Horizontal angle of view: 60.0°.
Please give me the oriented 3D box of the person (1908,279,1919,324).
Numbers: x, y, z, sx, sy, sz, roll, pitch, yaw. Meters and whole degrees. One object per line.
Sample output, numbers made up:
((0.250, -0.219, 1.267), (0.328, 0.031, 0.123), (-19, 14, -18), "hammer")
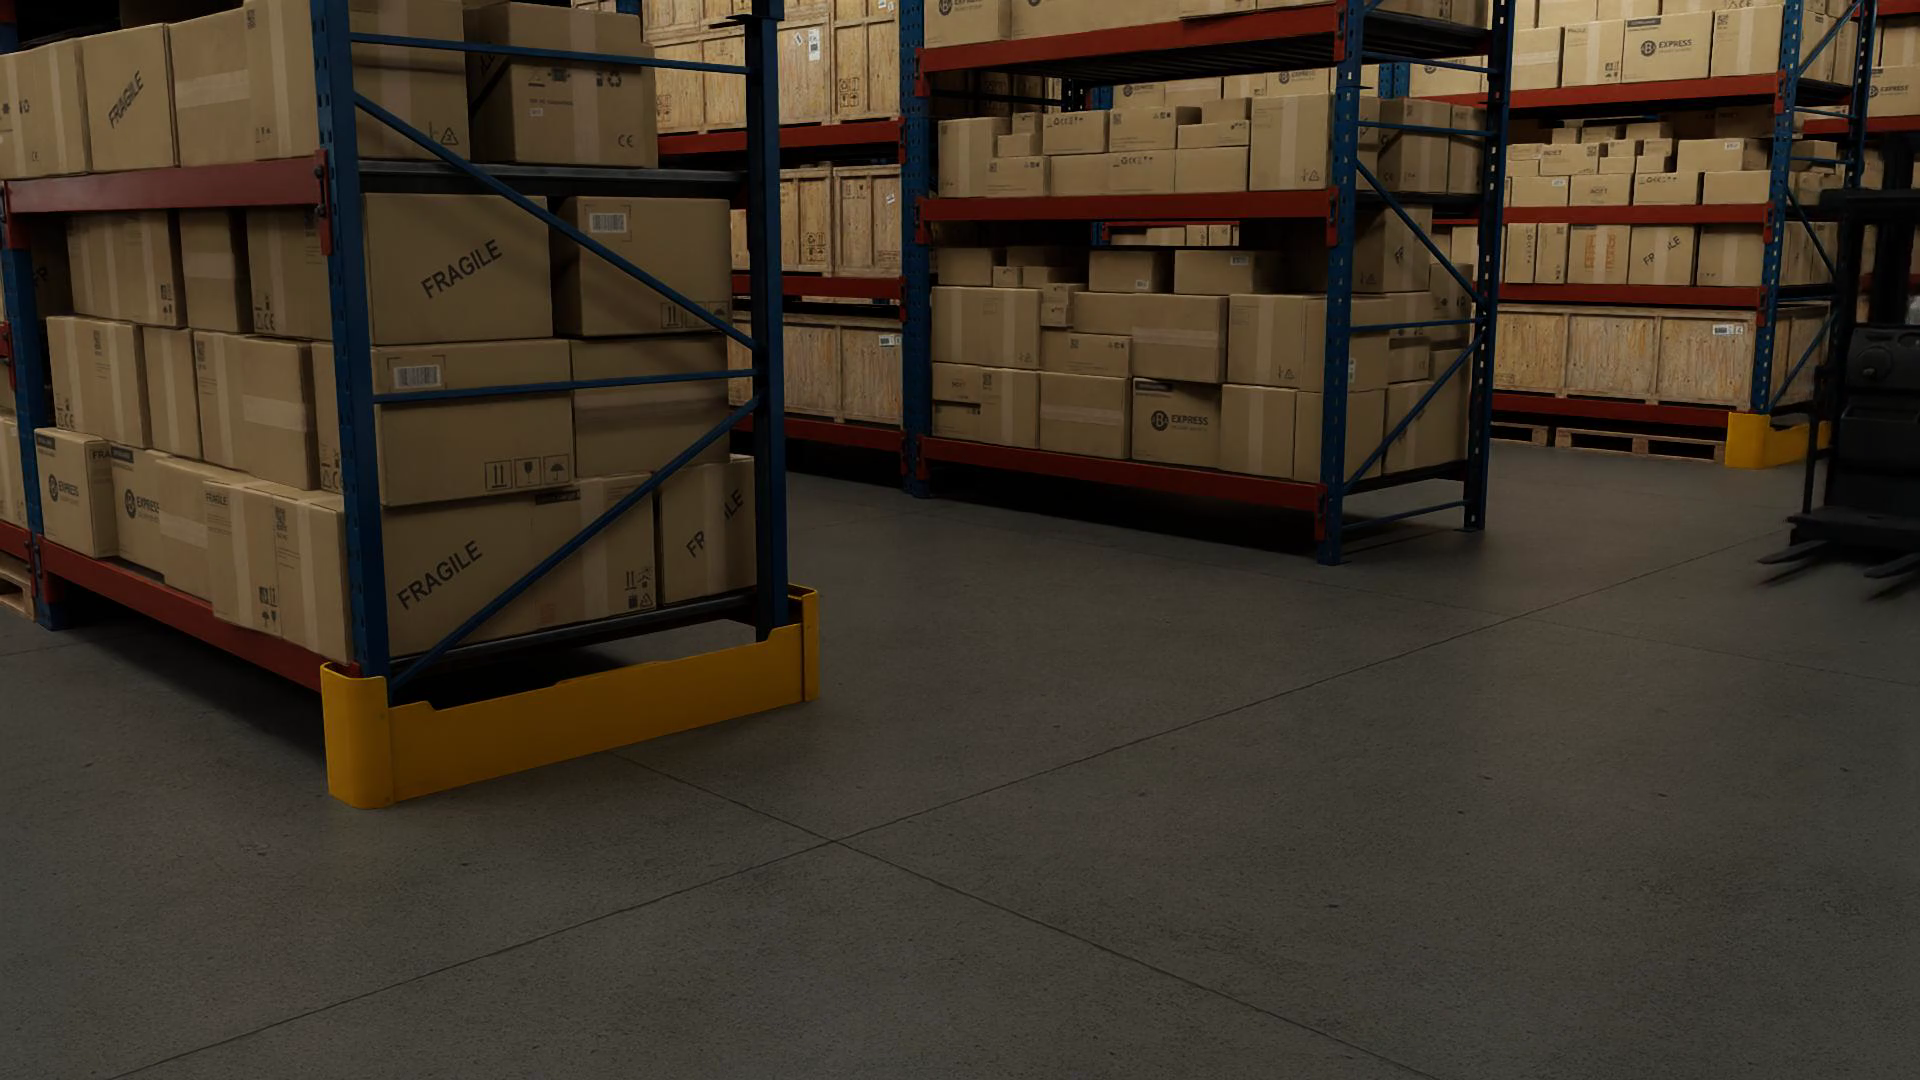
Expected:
((11.354, -2.293, 19.560), (0.810, 1.710, 0.571), (7, 12, 33), "person")

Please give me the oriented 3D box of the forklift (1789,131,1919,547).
((6.658, -1.356, 11.248), (1.873, 2.768, 1.129), (-10, 14, -44), "forklift")
